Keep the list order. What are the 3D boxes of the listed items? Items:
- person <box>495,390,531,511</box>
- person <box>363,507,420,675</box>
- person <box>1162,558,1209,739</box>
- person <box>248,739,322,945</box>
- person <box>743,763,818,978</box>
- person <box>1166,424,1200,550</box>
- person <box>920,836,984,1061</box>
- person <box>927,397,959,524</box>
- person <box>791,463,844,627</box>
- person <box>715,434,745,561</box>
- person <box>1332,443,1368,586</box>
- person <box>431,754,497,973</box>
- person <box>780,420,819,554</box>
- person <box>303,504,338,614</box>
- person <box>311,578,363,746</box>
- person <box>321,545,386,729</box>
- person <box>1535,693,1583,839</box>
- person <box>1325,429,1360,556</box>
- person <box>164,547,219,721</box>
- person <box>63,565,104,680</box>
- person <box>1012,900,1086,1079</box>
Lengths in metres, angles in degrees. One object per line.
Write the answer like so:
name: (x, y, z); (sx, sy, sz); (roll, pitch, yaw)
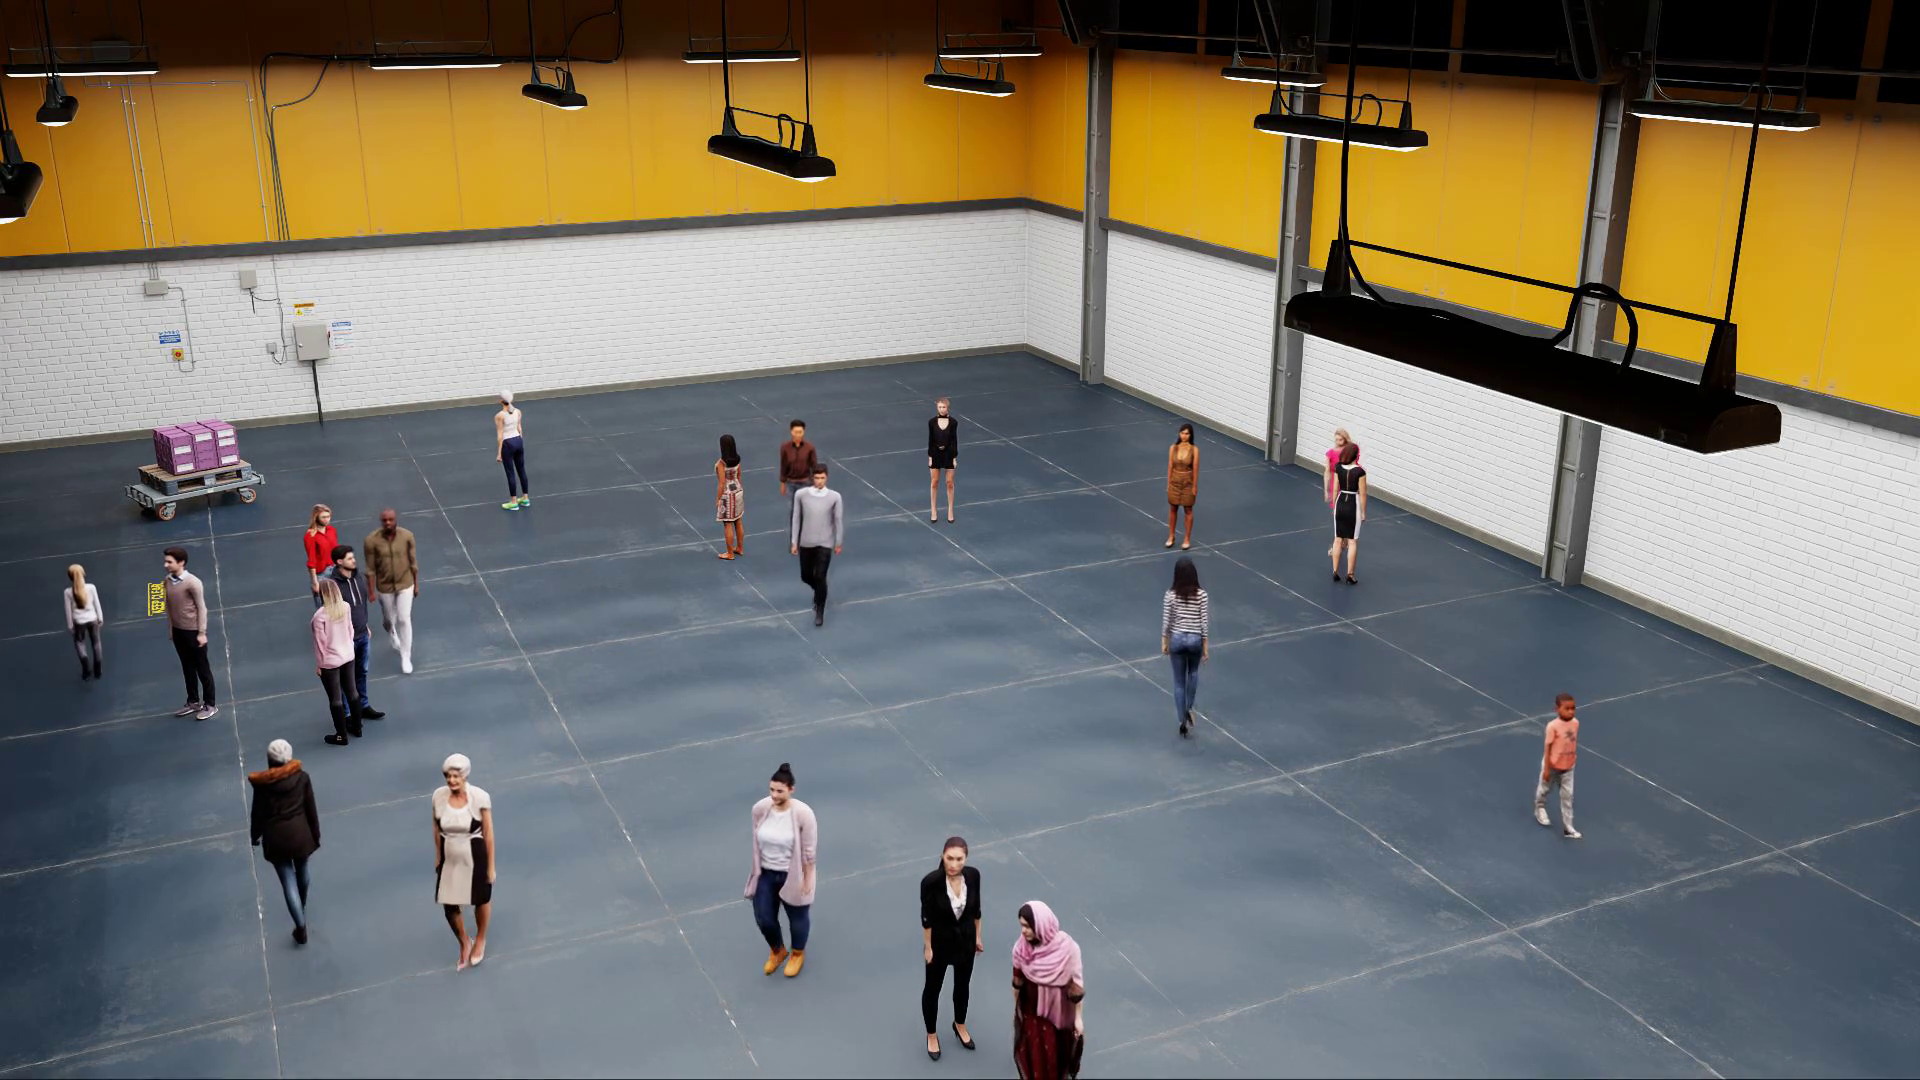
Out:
person: (-6.315, -1.280, 23.450); (0.693, 1.702, 0.682); (13, 22, 33)
person: (-6.145, 0.495, 18.036); (0.732, 1.793, 1.043); (-7, 20, -21)
person: (2.211, 1.095, 16.310); (0.781, 1.758, 0.849); (2, 19, 7)
person: (-5.175, 2.350, 12.839); (0.731, 1.595, 1.050); (-13, 22, -33)
person: (-1.267, 2.424, 12.399); (0.852, 1.735, 0.910); (6, 20, 19)
person: (2.917, -0.715, 21.793); (0.622, 1.689, 0.691); (8, 20, 22)
person: (-0.064, 2.776, 11.470); (0.596, 1.661, 0.539); (-8, 20, -21)
person: (-0.234, -1.104, 22.824); (0.642, 1.768, 0.643); (0, 19, 0)
person: (-1.643, 0.011, 19.307); (1.040, 1.900, 1.146); (2, 19, 7)
person: (-2.961, -0.569, 21.427); (0.738, 1.645, 0.724); (10, 21, 28)
person: (4.777, -0.324, 20.465); (0.580, 1.796, 0.708); (13, 23, 34)
person: (-3.689, 2.379, 12.522); (0.795, 1.742, 0.833); (1, 19, 2)
person: (-2.097, -0.724, 21.726); (0.869, 1.749, 1.064); (-2, 19, -5)
person: (-7.043, 0.409, 18.432); (0.730, 1.705, 0.684); (8, 20, 22)
person: (-6.069, 1.168, 16.203); (0.724, 1.688, 0.689); (10, 21, 26)
person: (-6.078, 0.939, 16.560); (0.803, 1.893, 0.755); (8, 20, 21)
person: (5.202, 1.934, 14.571); (0.652, 1.279, 0.936); (-3, 19, -9)
person: (4.999, -0.648, 21.631); (1.055, 1.665, 1.074); (7, 20, 19)
person: (-7.771, 0.916, 16.762); (0.690, 1.808, 0.760); (8, 20, 22)
person: (-9.288, 0.891, 17.680); (0.523, 1.270, 0.626); (-11, 22, -30)
person: (0.590, 3.033, 10.819); (0.936, 1.589, 1.117); (0, 19, 0)
